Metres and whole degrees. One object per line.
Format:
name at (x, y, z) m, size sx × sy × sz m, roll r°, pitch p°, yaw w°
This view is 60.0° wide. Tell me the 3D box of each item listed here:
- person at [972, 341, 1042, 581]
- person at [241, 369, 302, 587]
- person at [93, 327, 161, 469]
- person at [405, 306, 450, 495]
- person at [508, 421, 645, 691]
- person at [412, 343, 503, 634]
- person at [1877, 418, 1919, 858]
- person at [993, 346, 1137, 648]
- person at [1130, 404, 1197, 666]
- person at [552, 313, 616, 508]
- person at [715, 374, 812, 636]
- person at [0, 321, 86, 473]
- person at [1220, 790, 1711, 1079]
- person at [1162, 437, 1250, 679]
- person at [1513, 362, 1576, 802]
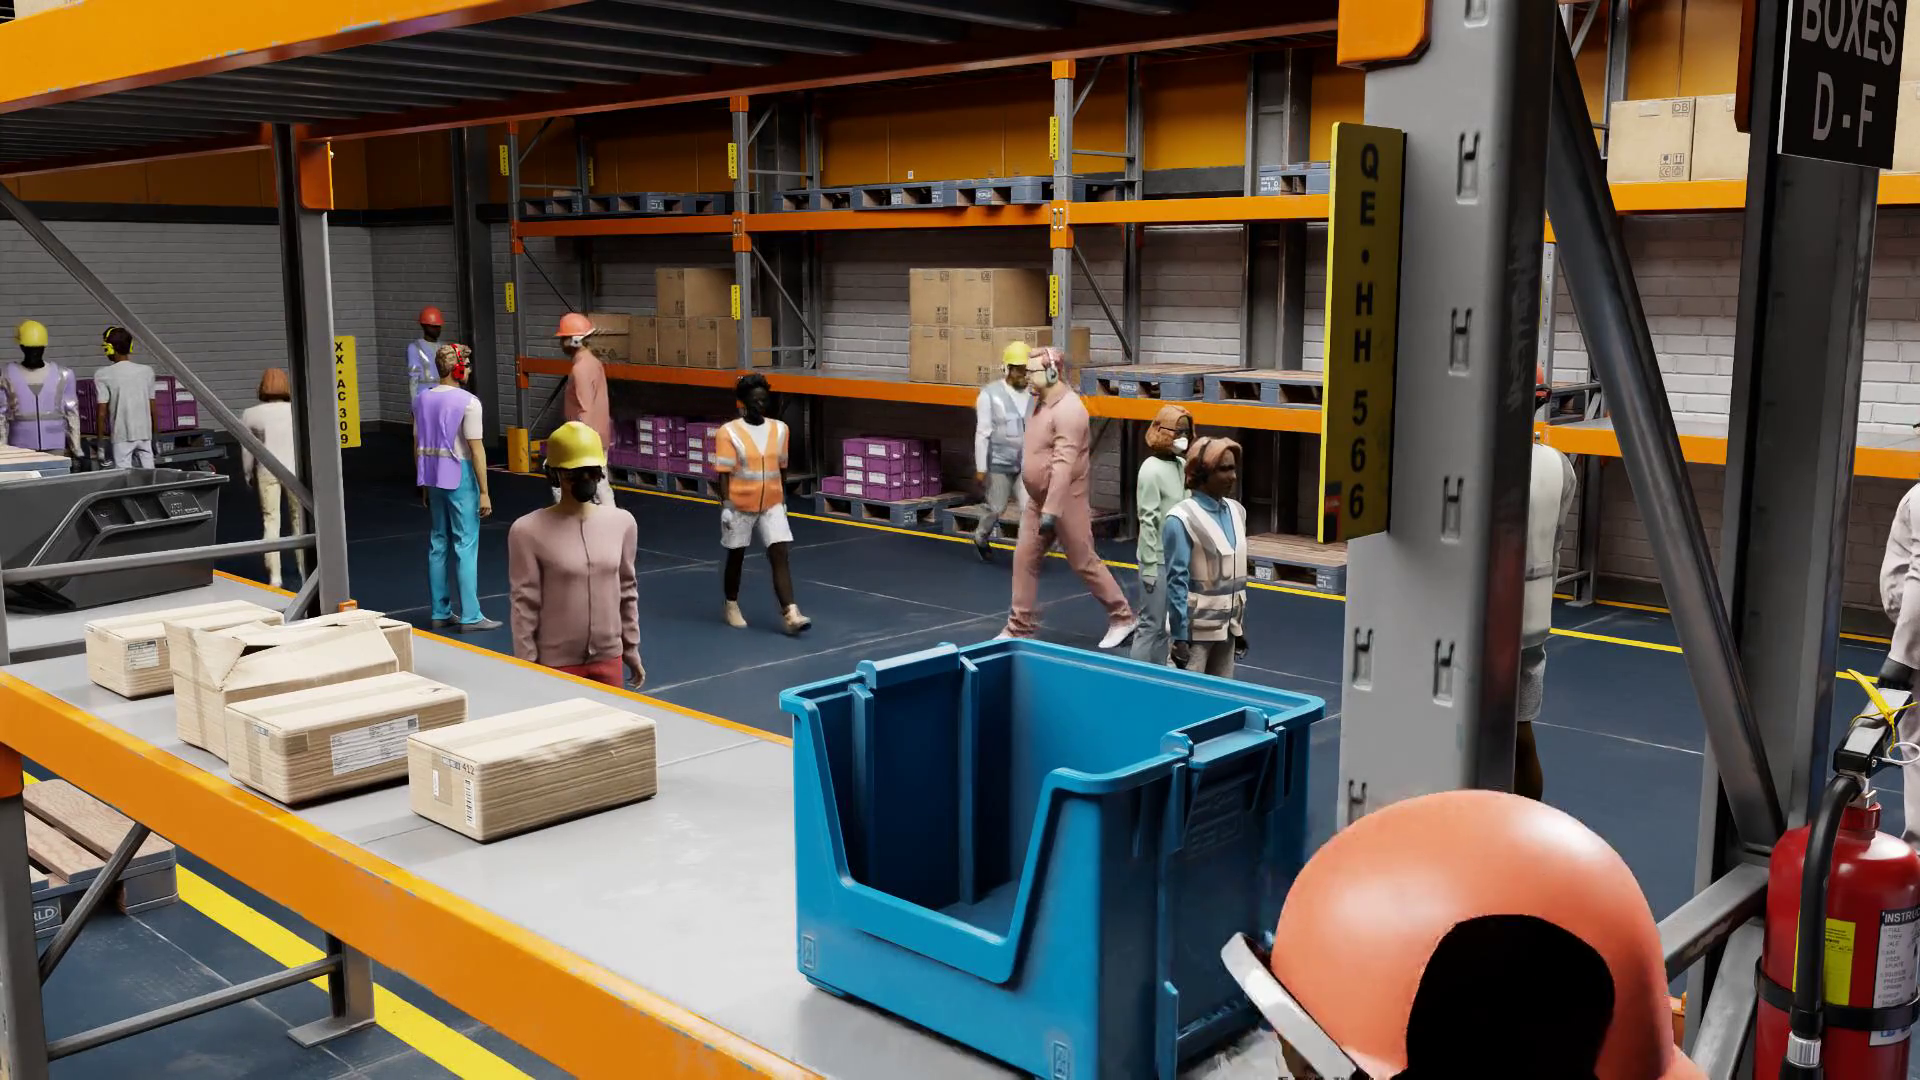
person at (0.360, -0.622, 12.612) m, size 0.613 × 1.799 × 0.848 m, roll -4°, pitch 10°, yaw -21°
person at (-5.029, -0.470, 12.291) m, size 0.524 × 1.576 × 0.871 m, roll -3°, pitch 10°, yaw -18°
person at (-6.707, -0.785, 13.415) m, size 0.365 × 1.856 × 0.534 m, roll 7°, pitch 11°, yaw 36°
person at (-5.387, -1.422, 17.048) m, size 0.373 × 1.934 × 0.551 m, roll 5°, pitch 11°, yaw 29°
person at (-1.395, 0.442, 6.128) m, size 0.526 × 1.764 × 0.328 m, roll -8°, pitch 12°, yaw -41°
person at (-3.236, -0.323, 10.586) m, size 0.571 × 1.843 × 0.373 m, roll 5°, pitch 11°, yaw 30°
person at (3.606, 0.376, 6.143) m, size 0.638 × 1.902 × 0.406 m, roll -6°, pitch 11°, yaw -34°
person at (0.644, -0.242, 10.065) m, size 0.967 × 1.866 × 0.637 m, roll -4°, pitch 10°, yaw -21°
person at (1.053, 0.122, 8.508) m, size 0.281 × 1.631 × 0.504 m, roll 5°, pitch 11°, yaw 29°
person at (-2.991, -0.780, 13.021) m, size 0.698 × 1.967 × 0.628 m, roll 0°, pitch 9°, yaw 2°
person at (-1.270, -0.211, 10.490) m, size 0.541 × 1.650 × 0.836 m, roll -5°, pitch 11°, yaw -29°
person at (-7.173, -0.735, 12.967) m, size 0.596 × 1.907 × 0.523 m, roll -7°, pitch 12°, yaw -36°
person at (0.169, 1.138, 1.219) m, size 0.662 × 1.974 × 0.662 m, roll 1°, pitch 9°, yaw 3°
person at (1.008, 0.391, 6.845) m, size 0.307 × 1.639 × 0.515 m, roll 8°, pitch 12°, yaw 40°
person at (1.929, 0.324, 6.017) m, size 0.607 × 2.044 × 0.377 m, roll -8°, pitch 12°, yaw -40°
